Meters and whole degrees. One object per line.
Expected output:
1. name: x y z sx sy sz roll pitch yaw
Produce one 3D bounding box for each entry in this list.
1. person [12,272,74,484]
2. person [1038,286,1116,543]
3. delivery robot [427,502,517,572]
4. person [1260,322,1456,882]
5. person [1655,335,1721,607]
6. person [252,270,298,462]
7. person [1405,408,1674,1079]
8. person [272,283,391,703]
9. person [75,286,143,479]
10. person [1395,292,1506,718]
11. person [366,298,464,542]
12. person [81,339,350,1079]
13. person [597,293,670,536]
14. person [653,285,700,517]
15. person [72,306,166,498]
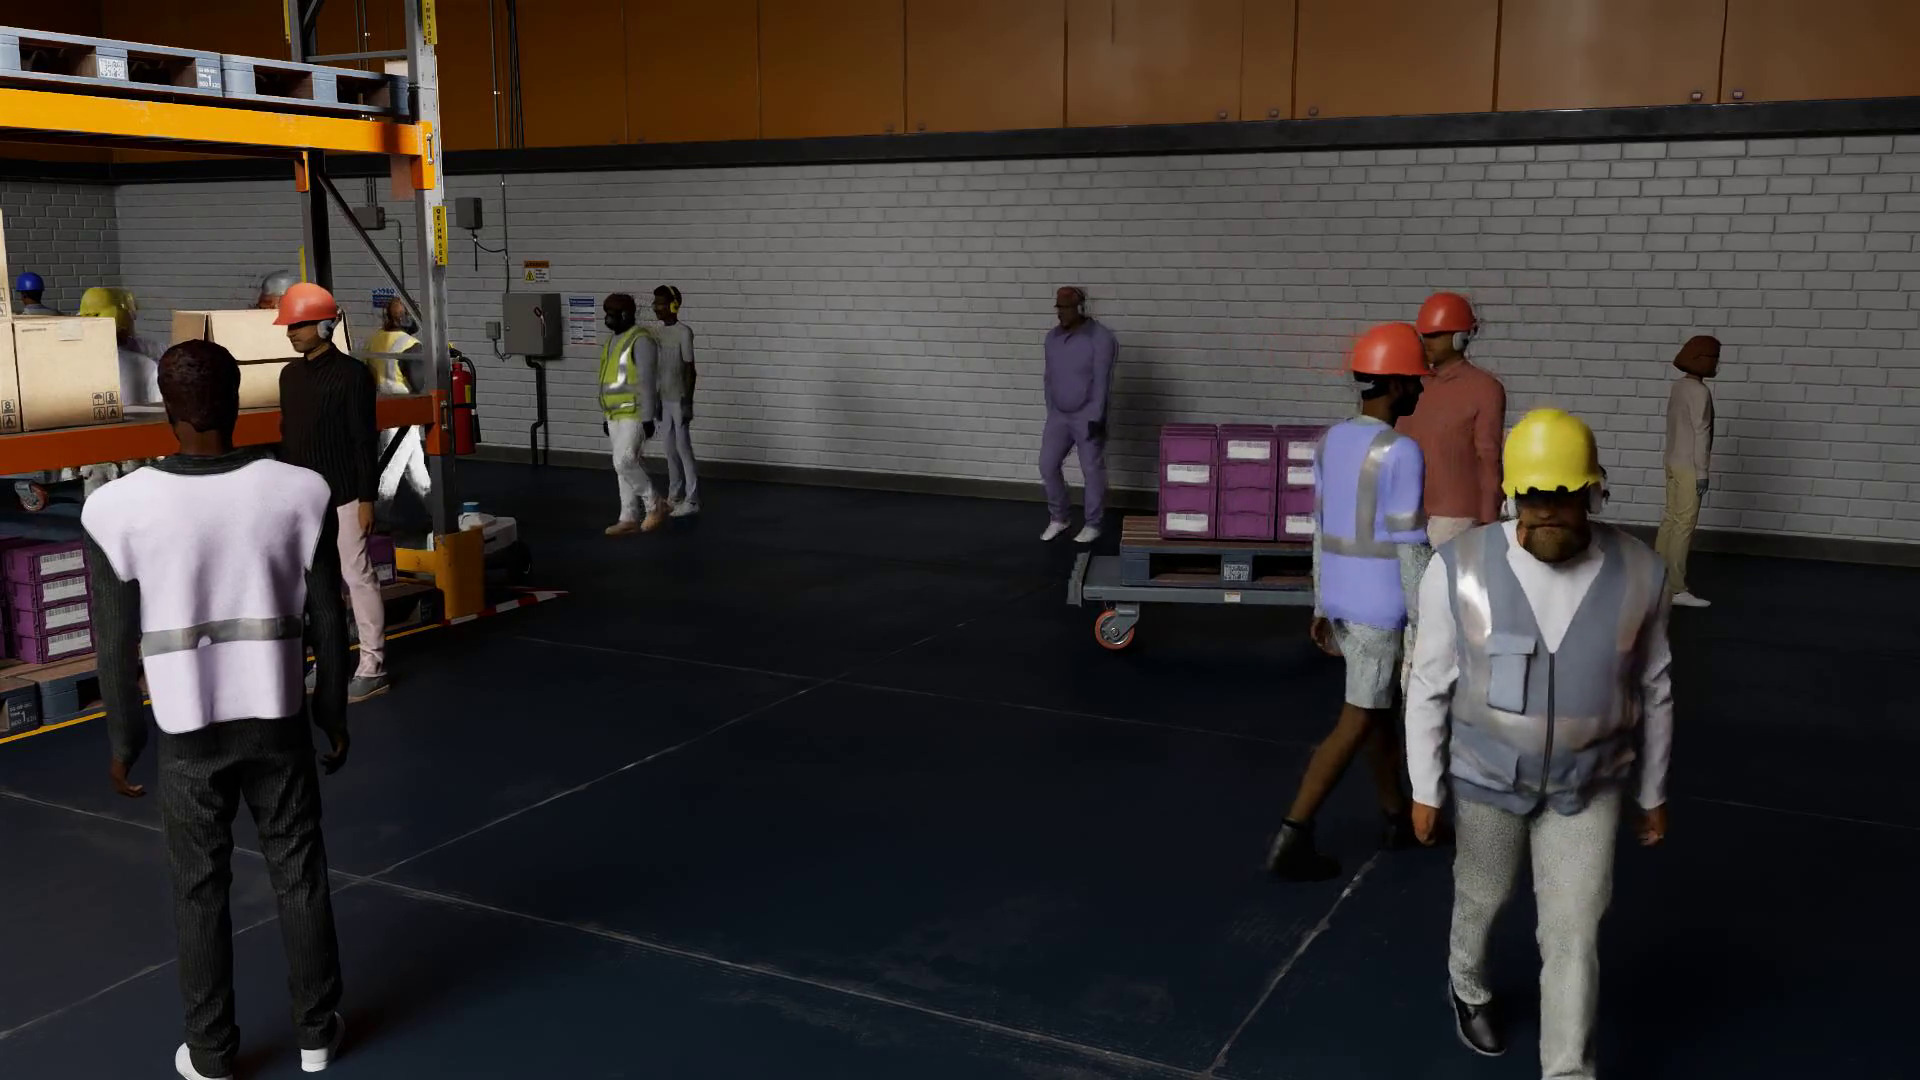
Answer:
1. person: -8.495 -1.491 15.376 0.406 1.947 0.606 5 11 27
2. person: 0.821 -0.902 12.145 0.661 1.884 0.587 8 12 37
3. delivery robot: -3.066 0.005 10.471 0.477 0.478 0.707 1 10 6
4. person: 1.394 0.209 5.692 0.752 1.922 0.558 -3 10 -16
5. person: 4.428 -0.422 10.095 0.277 1.631 0.507 1 10 4
6. person: -4.783 -0.951 11.979 0.694 2.000 1.006 9 13 43
7. person: 1.409 0.551 4.072 0.635 1.781 0.941 2 10 14
8. person: -3.013 -0.219 7.910 0.620 1.987 0.400 5 11 29
9. person: -5.406 -0.671 10.720 0.437 1.911 0.591 -3 10 -16
10. person: 2.270 -0.170 7.717 0.971 1.959 0.632 -5 11 -26
11. person: -4.077 -0.895 12.372 0.841 1.809 0.651 -9 13 -42
12. person: -1.843 0.456 4.204 0.590 1.915 0.392 -6 11 -29
13. person: -2.497 -0.932 12.478 0.438 1.831 0.652 -8 12 -37
14. person: -2.321 -1.122 13.482 0.311 1.865 0.532 -8 12 -37
15. person: -5.331 -0.568 10.532 0.595 1.787 0.640 -4 10 -21
